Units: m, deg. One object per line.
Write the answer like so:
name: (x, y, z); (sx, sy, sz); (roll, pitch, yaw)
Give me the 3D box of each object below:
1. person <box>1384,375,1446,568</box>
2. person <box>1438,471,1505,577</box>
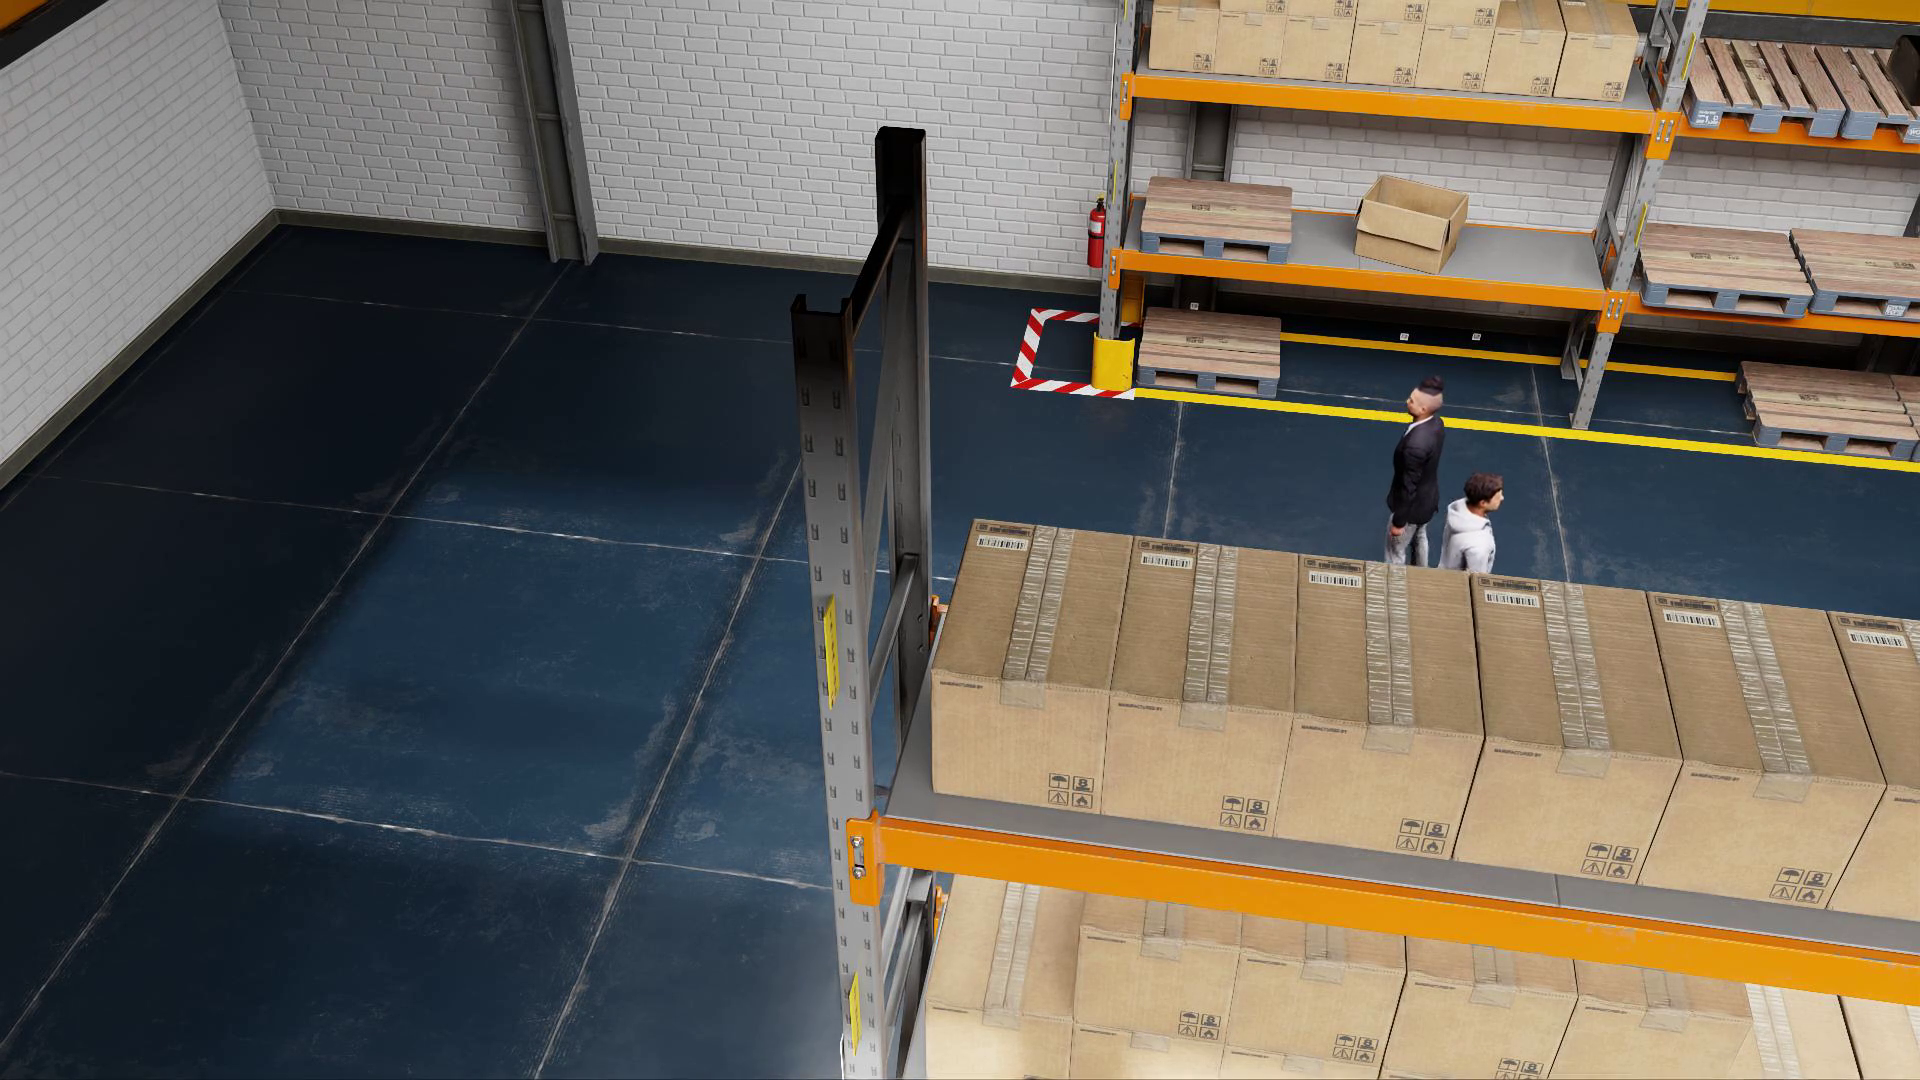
person: (3.146, -0.294, 11.534); (0.780, 1.948, 0.820); (18, 42, 21)
person: (3.130, 0.356, 10.751); (1.104, 1.910, 0.811); (0, 39, -1)
